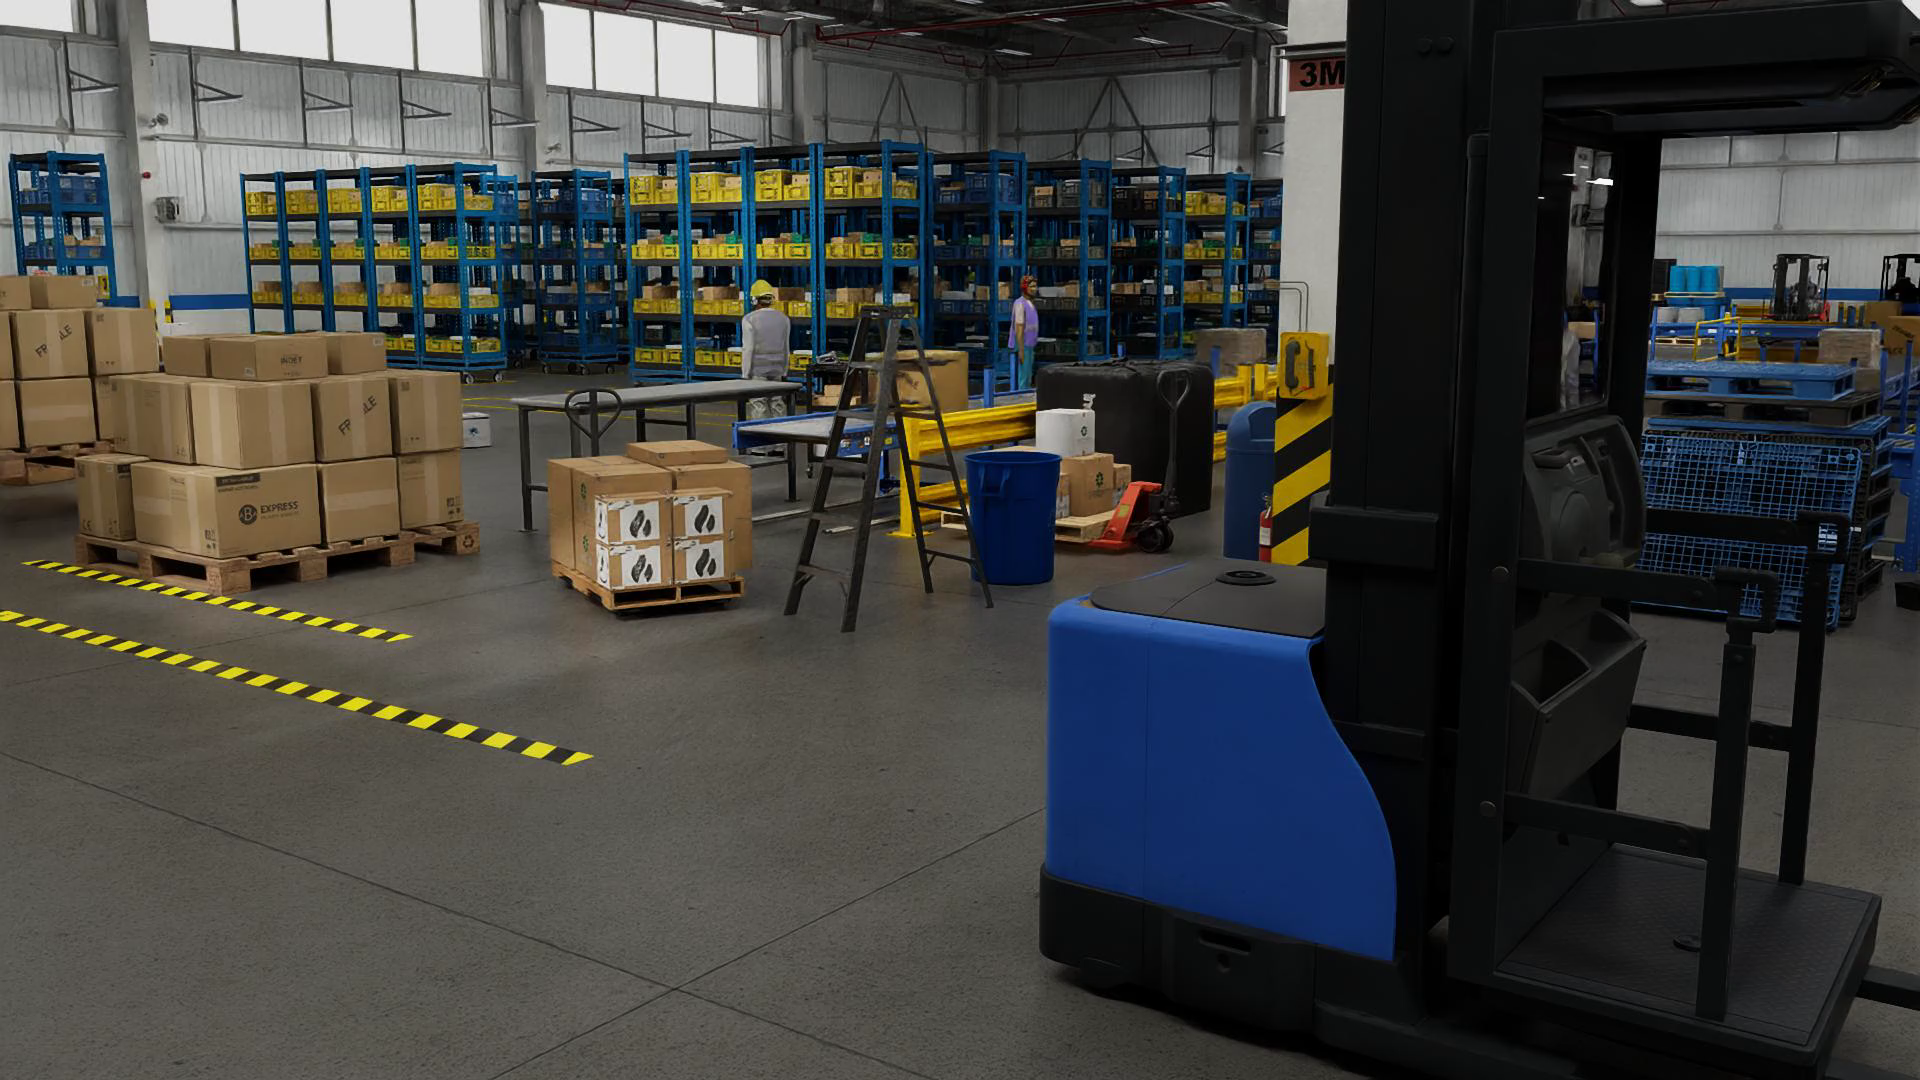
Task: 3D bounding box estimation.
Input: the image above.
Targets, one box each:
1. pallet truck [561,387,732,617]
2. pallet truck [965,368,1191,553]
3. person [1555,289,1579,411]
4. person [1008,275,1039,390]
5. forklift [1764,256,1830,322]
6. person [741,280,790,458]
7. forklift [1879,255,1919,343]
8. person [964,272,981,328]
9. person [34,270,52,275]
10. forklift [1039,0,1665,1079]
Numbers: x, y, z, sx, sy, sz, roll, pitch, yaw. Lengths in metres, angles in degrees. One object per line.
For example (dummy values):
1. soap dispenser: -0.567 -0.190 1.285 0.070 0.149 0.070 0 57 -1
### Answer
1. pallet truck: -1.981 -0.274 10.088 0.680 1.201 1.601 -5 11 -28
2. pallet truck: 0.845 -0.609 11.869 1.630 1.274 0.653 7 12 35
3. person: 4.328 -1.030 12.633 0.650 1.900 0.971 3 10 19
4. person: 0.799 -2.377 20.775 0.387 1.845 0.565 3 10 15
5. forklift: 20.253 -5.854 40.139 1.157 1.987 2.680 7 12 35
6. person: -1.991 -1.708 16.827 0.404 1.830 0.603 9 13 43
7. forklift: 22.089 -5.634 38.796 1.157 1.987 2.680 6 11 33
8. person: 0.265 -4.334 32.589 0.816 1.786 0.587 6 11 33
9. person: -11.614 -2.478 21.189 0.639 1.911 0.406 4 10 20
10. forklift: 1.249 -0.137 4.360 1.873 2.768 1.129 7 12 35
